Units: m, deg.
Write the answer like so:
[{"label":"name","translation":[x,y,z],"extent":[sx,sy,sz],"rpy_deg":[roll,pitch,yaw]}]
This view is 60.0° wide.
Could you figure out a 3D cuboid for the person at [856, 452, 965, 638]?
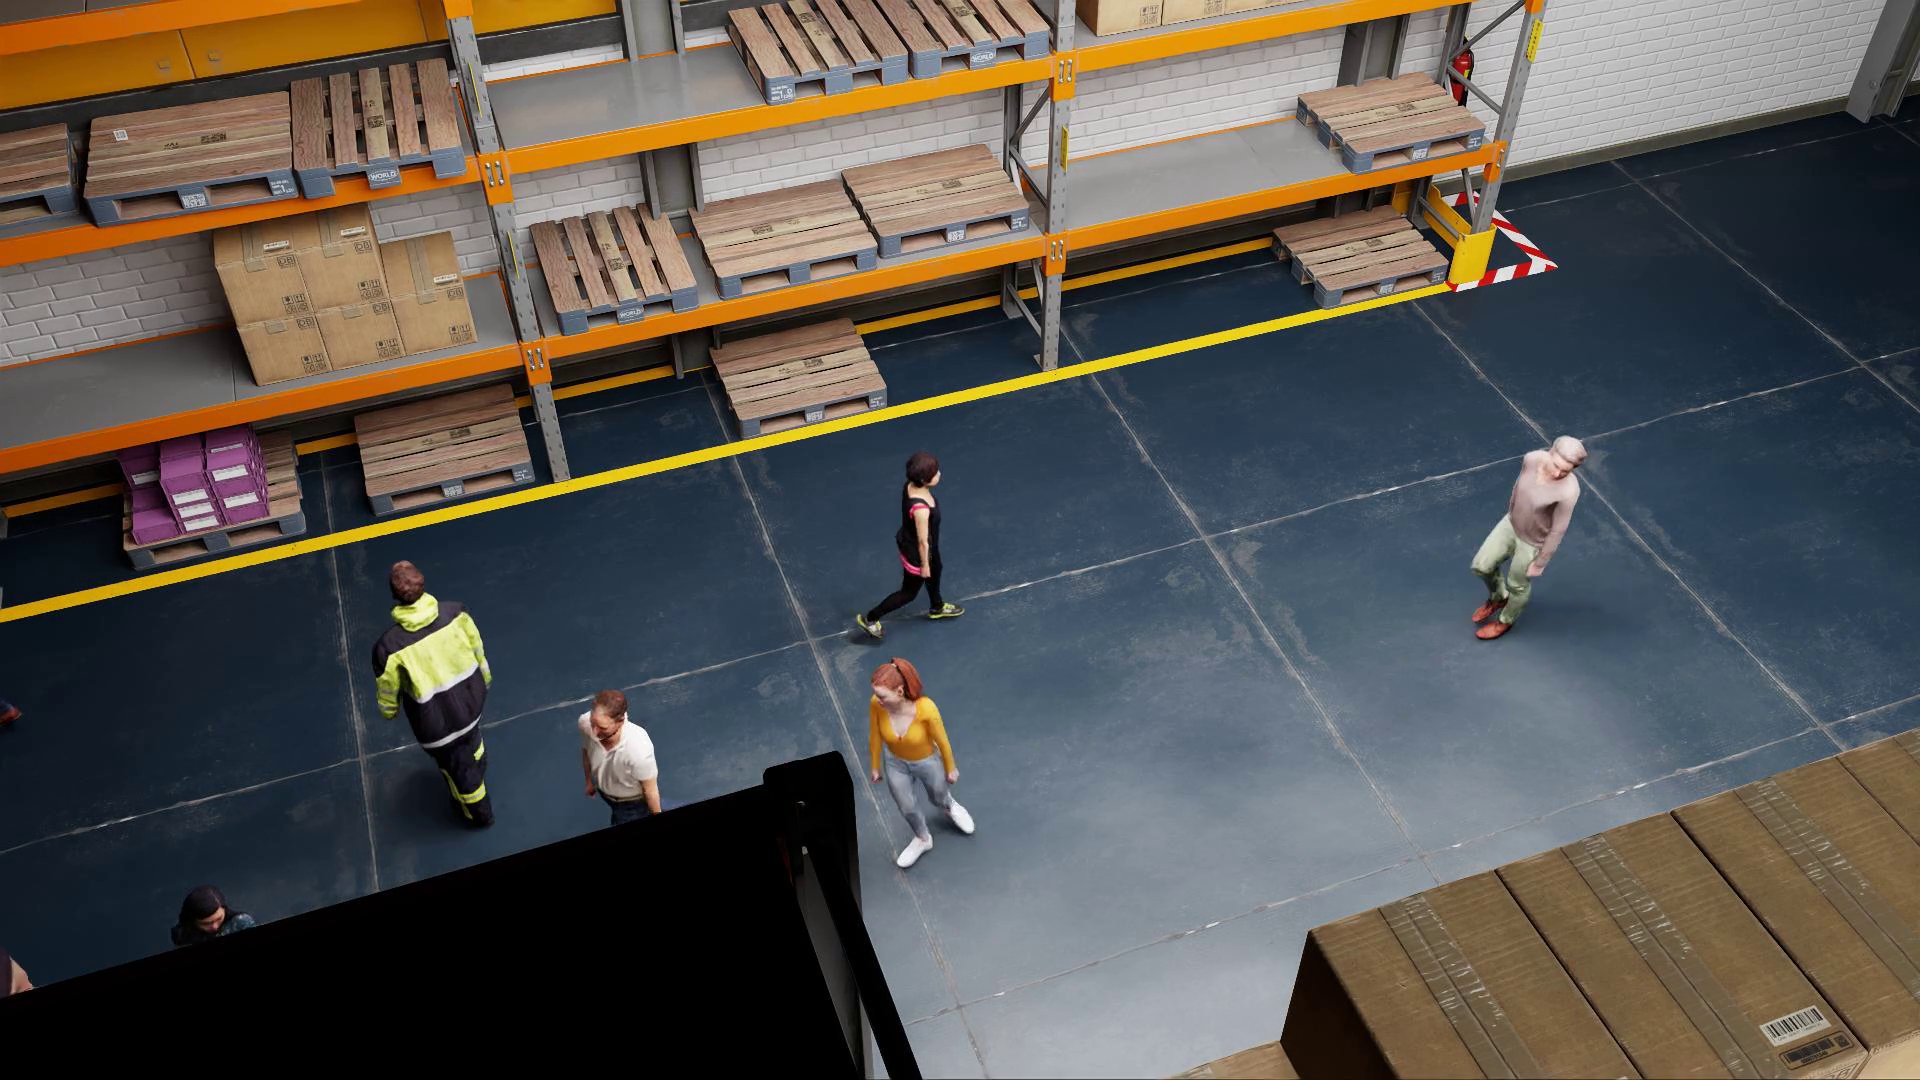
[{"label":"person","translation":[-0.349,0.058,10.988],"extent":[1.023,1.523,0.684],"rpy_deg":[-5,44,-6]}]

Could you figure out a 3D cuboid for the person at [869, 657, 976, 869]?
[{"label":"person","translation":[-0.239,1.266,9.567],"extent":[0.901,1.736,0.961],"rpy_deg":[4,44,4]}]

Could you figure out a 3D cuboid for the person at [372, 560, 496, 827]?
[{"label":"person","translation":[-2.982,0.964,9.725],"extent":[1.057,1.955,0.992],"rpy_deg":[28,50,26]}]

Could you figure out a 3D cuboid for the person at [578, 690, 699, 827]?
[{"label":"person","translation":[-1.794,1.375,9.394],"extent":[1.299,1.817,1.036],"rpy_deg":[-34,53,-30]}]

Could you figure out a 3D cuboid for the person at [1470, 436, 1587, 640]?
[{"label":"person","translation":[3.781,-0.030,10.853],"extent":[0.662,1.838,0.692],"rpy_deg":[-14,45,-14]}]
